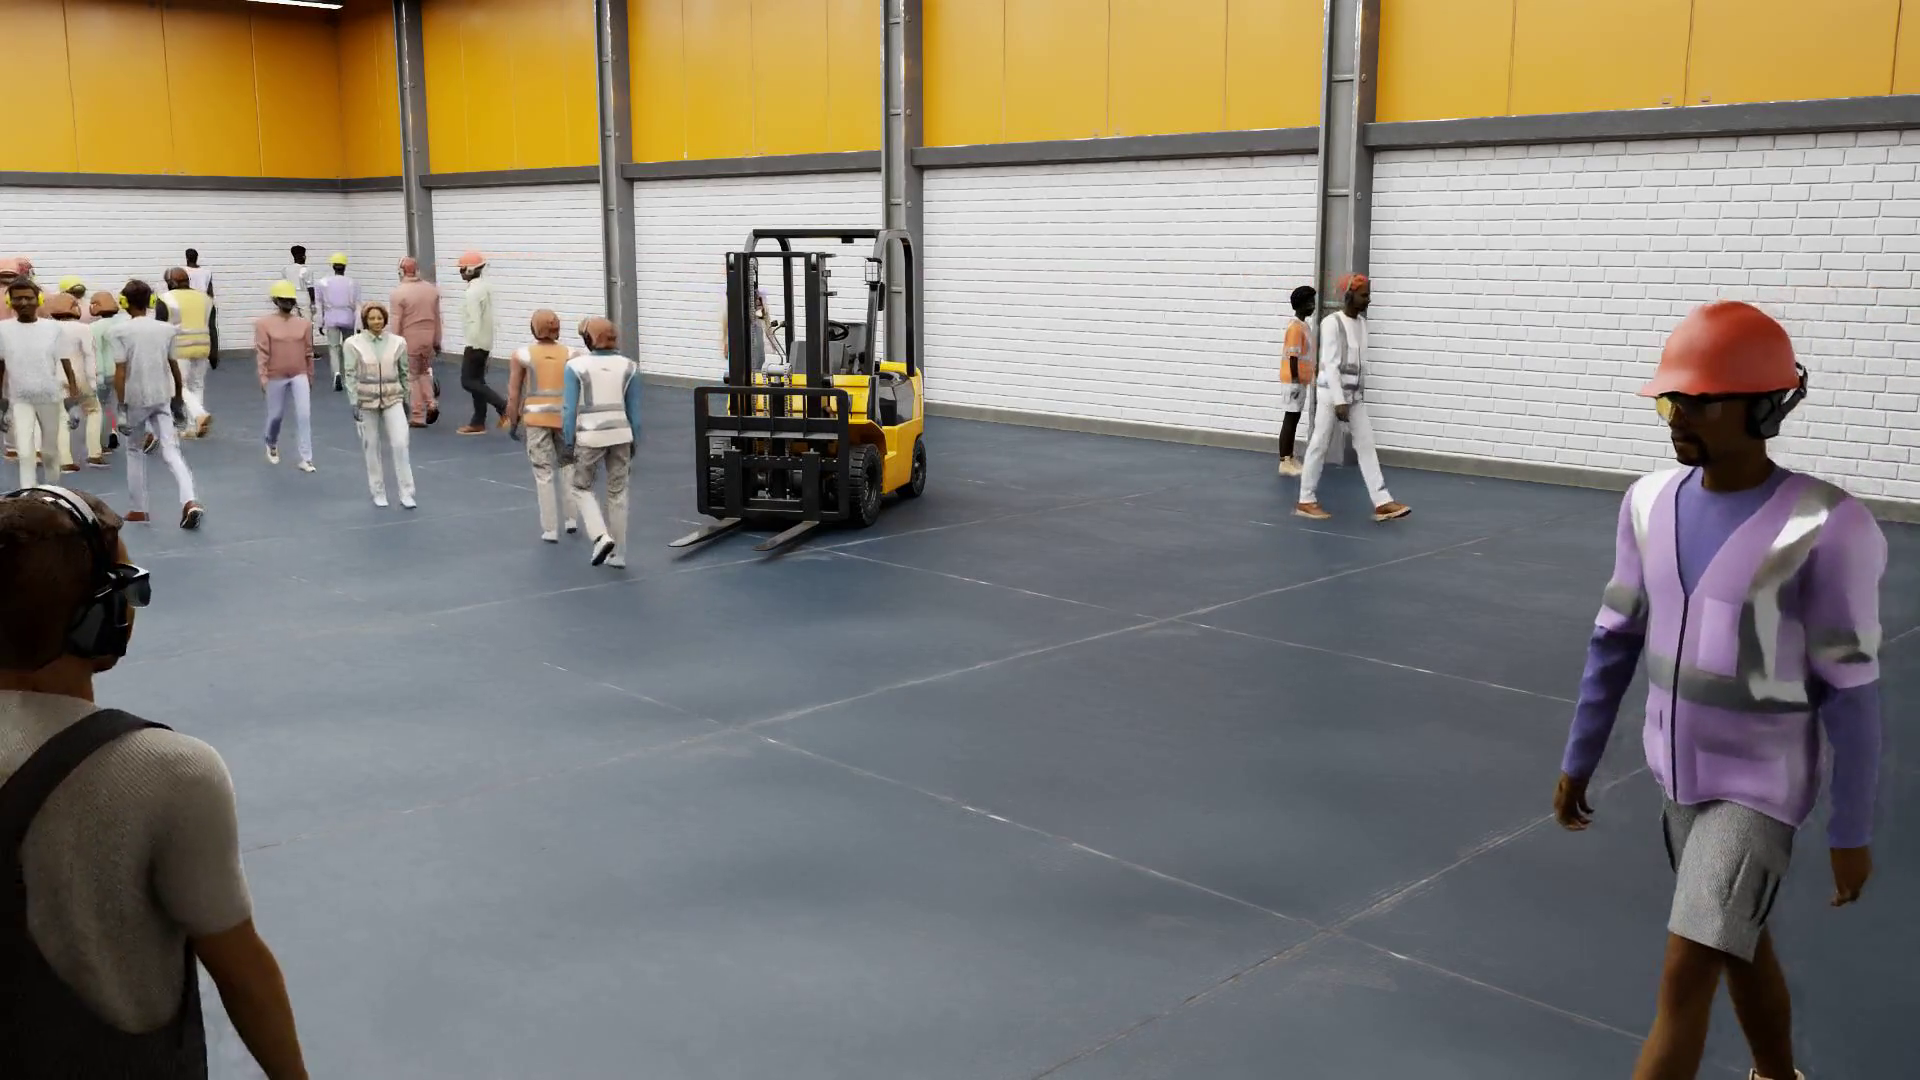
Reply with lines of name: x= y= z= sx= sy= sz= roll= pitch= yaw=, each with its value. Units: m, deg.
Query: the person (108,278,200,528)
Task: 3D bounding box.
person: x=-5.900 y=-0.996 z=12.159 sx=0.934 sy=1.836 sz=0.535 roll=8 pitch=13 yaw=39

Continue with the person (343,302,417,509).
person: x=-4.494 y=-1.028 z=12.921 sx=0.517 sy=1.609 sz=0.727 roll=-5 pitch=12 yaw=-27

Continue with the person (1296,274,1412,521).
person: x=2.918 y=-1.034 z=12.332 sx=0.599 sy=1.841 sz=0.950 roll=-9 pitch=14 yaw=-41

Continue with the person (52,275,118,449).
person: x=-8.581 y=-1.722 z=16.320 sx=0.378 sy=1.741 sz=0.548 roll=9 pitch=14 yaw=41

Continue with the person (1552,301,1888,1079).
person: x=1.547 y=0.501 z=3.545 sx=1.031 sy=1.986 sz=0.633 roll=-4 pitch=11 yaw=-19

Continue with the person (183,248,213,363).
person: x=-12.728 y=-3.900 z=27.749 sx=0.374 sy=1.916 sz=0.596 roll=7 pitch=12 yaw=33

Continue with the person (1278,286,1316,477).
person: x=3.005 y=-1.413 z=14.807 sx=0.318 sy=1.691 sz=0.534 roll=3 pitch=11 yaw=17

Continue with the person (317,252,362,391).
person: x=-8.570 y=-3.025 z=23.017 sx=0.586 sy=1.902 sz=0.855 roll=-4 pitch=11 yaw=-22

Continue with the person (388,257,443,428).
person: x=-6.075 y=-2.186 z=18.466 sx=0.427 sy=1.891 sz=0.675 roll=6 pitch=12 yaw=31

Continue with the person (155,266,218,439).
person: x=-7.978 y=-1.923 z=17.249 sx=0.609 sy=1.817 sz=0.643 roll=7 pitch=13 yaw=34

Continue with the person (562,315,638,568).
person: x=-2.274 y=-0.610 z=10.602 sx=0.517 sy=1.630 sz=0.397 roll=-7 pitch=12 yaw=-33

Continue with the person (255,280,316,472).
person: x=-6.172 y=-1.510 z=15.208 sx=0.526 sy=1.740 sz=0.769 roll=-7 pitch=13 yaw=-35

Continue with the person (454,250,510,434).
person: x=-5.090 y=-2.095 z=17.735 sx=0.591 sy=1.976 sz=0.620 roll=0 pitch=10 yaw=-1

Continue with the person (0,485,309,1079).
person: x=-1.195 y=0.807 z=2.408 sx=0.524 sy=1.789 sz=0.981 roll=2 pitch=11 yaw=11

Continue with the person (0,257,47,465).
person: x=-8.793 y=-1.660 z=15.519 sx=0.600 sy=1.946 sz=1.029 roll=-7 pitch=13 yaw=-35

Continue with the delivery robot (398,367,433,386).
delivery robot: x=-7.222 y=-2.171 z=21.781 sx=0.707 sy=0.478 sz=0.477 roll=9 pitch=14 yaw=41

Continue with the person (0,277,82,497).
person: x=-6.623 y=-0.954 z=11.928 sx=0.557 sy=1.823 sz=0.932 roll=-5 pitch=12 yaw=-27

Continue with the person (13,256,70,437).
person: x=-9.681 y=-1.989 z=17.344 sx=0.643 sy=1.913 sz=0.410 roll=-1 pitch=10 yaw=-7

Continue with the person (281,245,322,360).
person: x=-11.289 y=-4.054 z=28.459 sx=0.607 sy=1.963 sz=0.374 roll=3 pitch=11 yaw=15

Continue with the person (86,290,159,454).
person: x=-8.191 y=-1.619 z=16.174 sx=0.751 sy=1.608 sz=0.501 roll=3 pitch=11 yaw=16

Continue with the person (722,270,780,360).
person: x=-2.454 y=-2.298 z=19.373 sx=0.582 sy=1.783 sz=0.995 roll=-10 pitch=14 yaw=-43

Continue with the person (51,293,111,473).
person: x=-8.015 y=-1.427 z=15.065 sx=0.521 sy=1.607 sz=0.641 roll=1 pitch=10 yaw=3

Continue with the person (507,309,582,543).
person: x=-2.897 y=-0.803 z=11.671 sx=0.529 sy=1.619 sz=0.566 roll=-6 pitch=12 yaw=-28

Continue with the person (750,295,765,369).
person: x=-1.856 y=-1.380 z=14.780 sx=0.270 sy=1.632 sz=0.508 roll=3 pitch=11 yaw=17

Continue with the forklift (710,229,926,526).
forklift: x=-1.050 y=-1.319 z=12.920 sx=1.214 sy=2.155 sz=2.313 roll=2 pitch=11 yaw=13
